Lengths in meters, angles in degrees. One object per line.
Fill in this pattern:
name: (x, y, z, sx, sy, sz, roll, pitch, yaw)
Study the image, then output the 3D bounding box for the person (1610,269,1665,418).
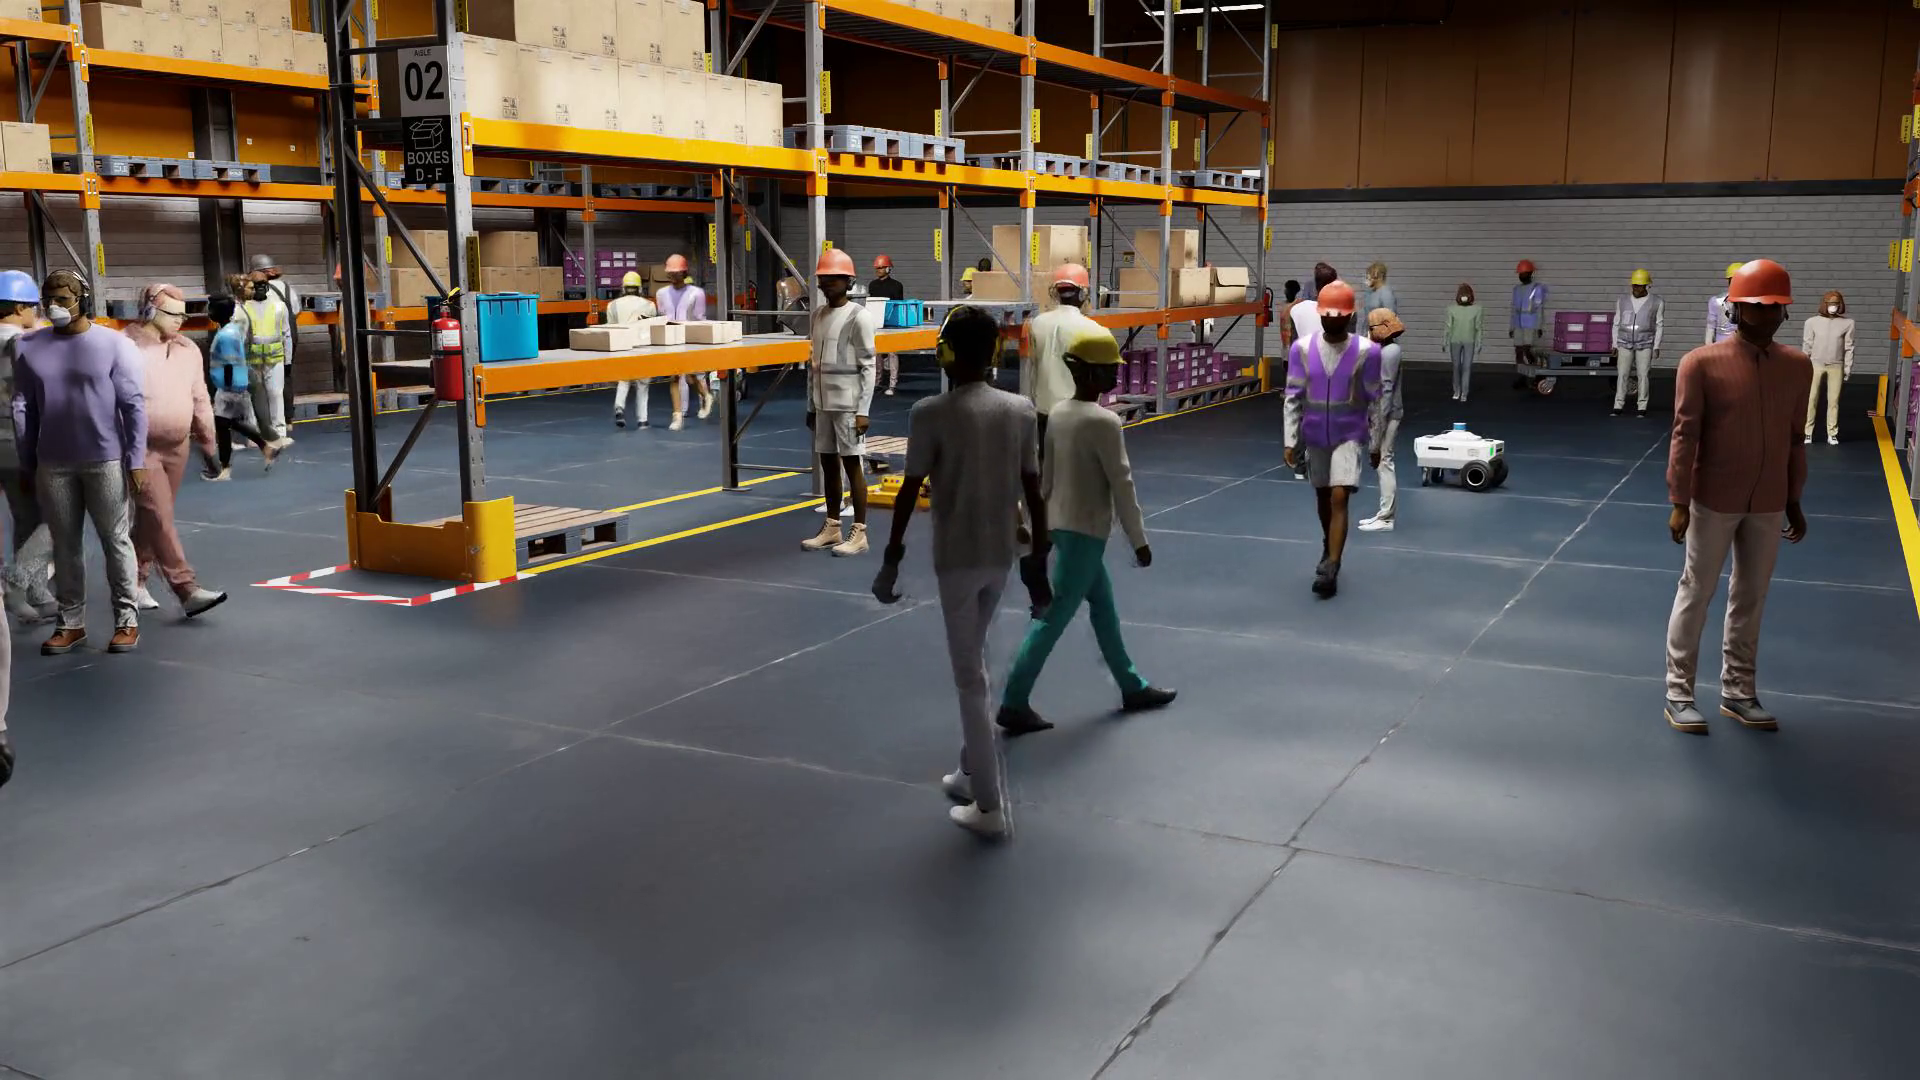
person: (8.298, -2.401, 20.411, 0.588, 1.822, 0.403, 6, 12, 32)

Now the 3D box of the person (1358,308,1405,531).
person: (3.089, -0.881, 12.183, 0.299, 1.622, 0.504, 1, 10, 9)

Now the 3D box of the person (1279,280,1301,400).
person: (4.480, -2.689, 22.519, 0.386, 1.662, 0.676, -2, 10, -14)

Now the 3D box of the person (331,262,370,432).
person: (-6.885, -2.186, 18.844, 0.376, 1.935, 0.552, -8, 13, -39)

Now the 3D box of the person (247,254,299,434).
person: (-7.761, -2.218, 18.714, 0.535, 2.000, 0.694, 3, 10, 17)

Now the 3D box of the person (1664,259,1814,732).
person: (3.290, -0.174, 7.013, 0.621, 1.992, 0.397, -1, 10, -8)

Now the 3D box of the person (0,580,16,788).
person: (-2.491, 0.432, 3.752, 0.641, 1.913, 0.407, -6, 12, -33)

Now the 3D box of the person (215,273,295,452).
person: (-7.249, -1.802, 16.983, 0.861, 1.809, 0.529, -6, 11, -31)

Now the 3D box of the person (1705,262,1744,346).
person: (8.430, -2.059, 18.164, 0.588, 1.919, 0.402, 1, 10, 7)

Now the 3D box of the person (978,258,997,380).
person: (0.395, -3.505, 26.463, 0.372, 1.940, 0.632, 9, 13, 42)

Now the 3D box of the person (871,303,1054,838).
person: (-0.010, 0.093, 5.907, 0.523, 1.842, 0.721, -7, 12, -35)

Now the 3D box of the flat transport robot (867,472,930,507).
flat transport robot: (-0.152, -0.472, 13.725, 0.652, 0.197, 1.431, 5, 11, 27)

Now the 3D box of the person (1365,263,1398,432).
person: (4.792, -2.177, 18.906, 0.373, 1.912, 0.672, -1, 10, -3)

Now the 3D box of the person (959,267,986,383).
person: (0.167, -2.655, 21.850, 0.404, 1.829, 0.600, -4, 10, -20)

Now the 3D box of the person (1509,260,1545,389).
person: (8.396, -3.195, 24.718, 0.421, 1.919, 0.574, -6, 12, -32)

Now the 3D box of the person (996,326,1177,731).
person: (0.537, -0.049, 7.097, 0.930, 1.713, 0.534, -4, 11, -22)

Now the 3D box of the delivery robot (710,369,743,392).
delivery robot: (-3.204, -2.228, 22.799, 0.477, 0.478, 0.707, 1, 10, 3)

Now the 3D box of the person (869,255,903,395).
person: (-1.090, -3.071, 23.784, 0.608, 1.996, 0.379, 7, 12, 33)

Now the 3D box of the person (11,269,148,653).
person: (-4.443, -0.388, 8.414, 0.636, 1.939, 0.363, -1, 10, -6)

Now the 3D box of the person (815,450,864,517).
person: (-0.933, -0.999, 12.838, 0.311, 1.634, 0.517, -9, 13, -43)

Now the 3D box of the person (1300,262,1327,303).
person: (5.802, -3.572, 27.088, 0.673, 1.889, 0.754, -4, 11, -22)

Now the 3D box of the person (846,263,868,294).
person: (-1.540, -2.939, 23.234, 0.593, 1.919, 0.625, 2, 10, 13)

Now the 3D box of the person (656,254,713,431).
person: (-3.149, -2.275, 19.139, 0.621, 2.022, 0.742, 3, 10, 15)

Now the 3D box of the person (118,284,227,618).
person: (-4.446, -0.491, 9.275, 0.974, 1.844, 0.707, 4, 11, 23)

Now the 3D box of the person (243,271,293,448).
person: (-7.284, -1.876, 17.351, 0.625, 1.837, 0.429, -6, 11, -30)

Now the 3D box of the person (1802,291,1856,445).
person: (9.163, -1.815, 17.590, 0.497, 1.625, 0.279, 4, 11, 24)

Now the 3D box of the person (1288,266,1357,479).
person: (3.225, -1.485, 14.868, 0.588, 1.908, 0.403, 3, 10, 19)

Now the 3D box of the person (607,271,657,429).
person: (-3.732, -2.160, 19.021, 0.606, 1.816, 0.476, 1, 10, 6)

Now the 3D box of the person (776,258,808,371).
person: (-2.899, -3.878, 28.662, 0.589, 1.924, 0.384, -6, 11, -29)

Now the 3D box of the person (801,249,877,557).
person: (-0.830, -0.913, 11.142, 0.365, 2.045, 0.615, -9, 14, -43)

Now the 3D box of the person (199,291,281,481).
person: (-6.476, -1.373, 14.830, 0.625, 1.683, 0.561, -3, 10, -17)

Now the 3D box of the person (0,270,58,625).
person: (-5.040, -0.473, 8.920, 0.624, 1.929, 0.475, 6, 11, 31)

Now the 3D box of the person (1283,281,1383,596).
person: (2.271, -0.630, 10.082, 0.562, 1.868, 1.088, 5, 11, 25)

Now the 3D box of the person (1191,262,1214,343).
person: (3.832, -3.461, 26.388, 0.351, 1.880, 0.576, 8, 13, 41)

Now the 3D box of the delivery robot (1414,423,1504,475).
delivery robot: (4.295, -0.767, 14.339, 0.707, 0.478, 0.477, 6, 12, 33)

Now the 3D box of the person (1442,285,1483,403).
person: (6.870, -2.689, 22.756, 0.513, 1.587, 0.835, 4, 11, 23)

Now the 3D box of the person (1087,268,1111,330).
person: (1.775, -2.849, 22.978, 0.625, 1.836, 0.429, -1, 10, -3)

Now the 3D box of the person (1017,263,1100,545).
person: (0.679, -0.917, 11.430, 0.603, 1.965, 0.866, 7, 12, 35)

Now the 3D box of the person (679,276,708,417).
person: (-3.368, -2.396, 20.579, 0.523, 1.759, 0.351, -7, 12, -37)

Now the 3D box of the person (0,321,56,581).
person: (-5.730, -0.631, 9.965, 0.659, 1.882, 0.777, -1, 10, -6)
